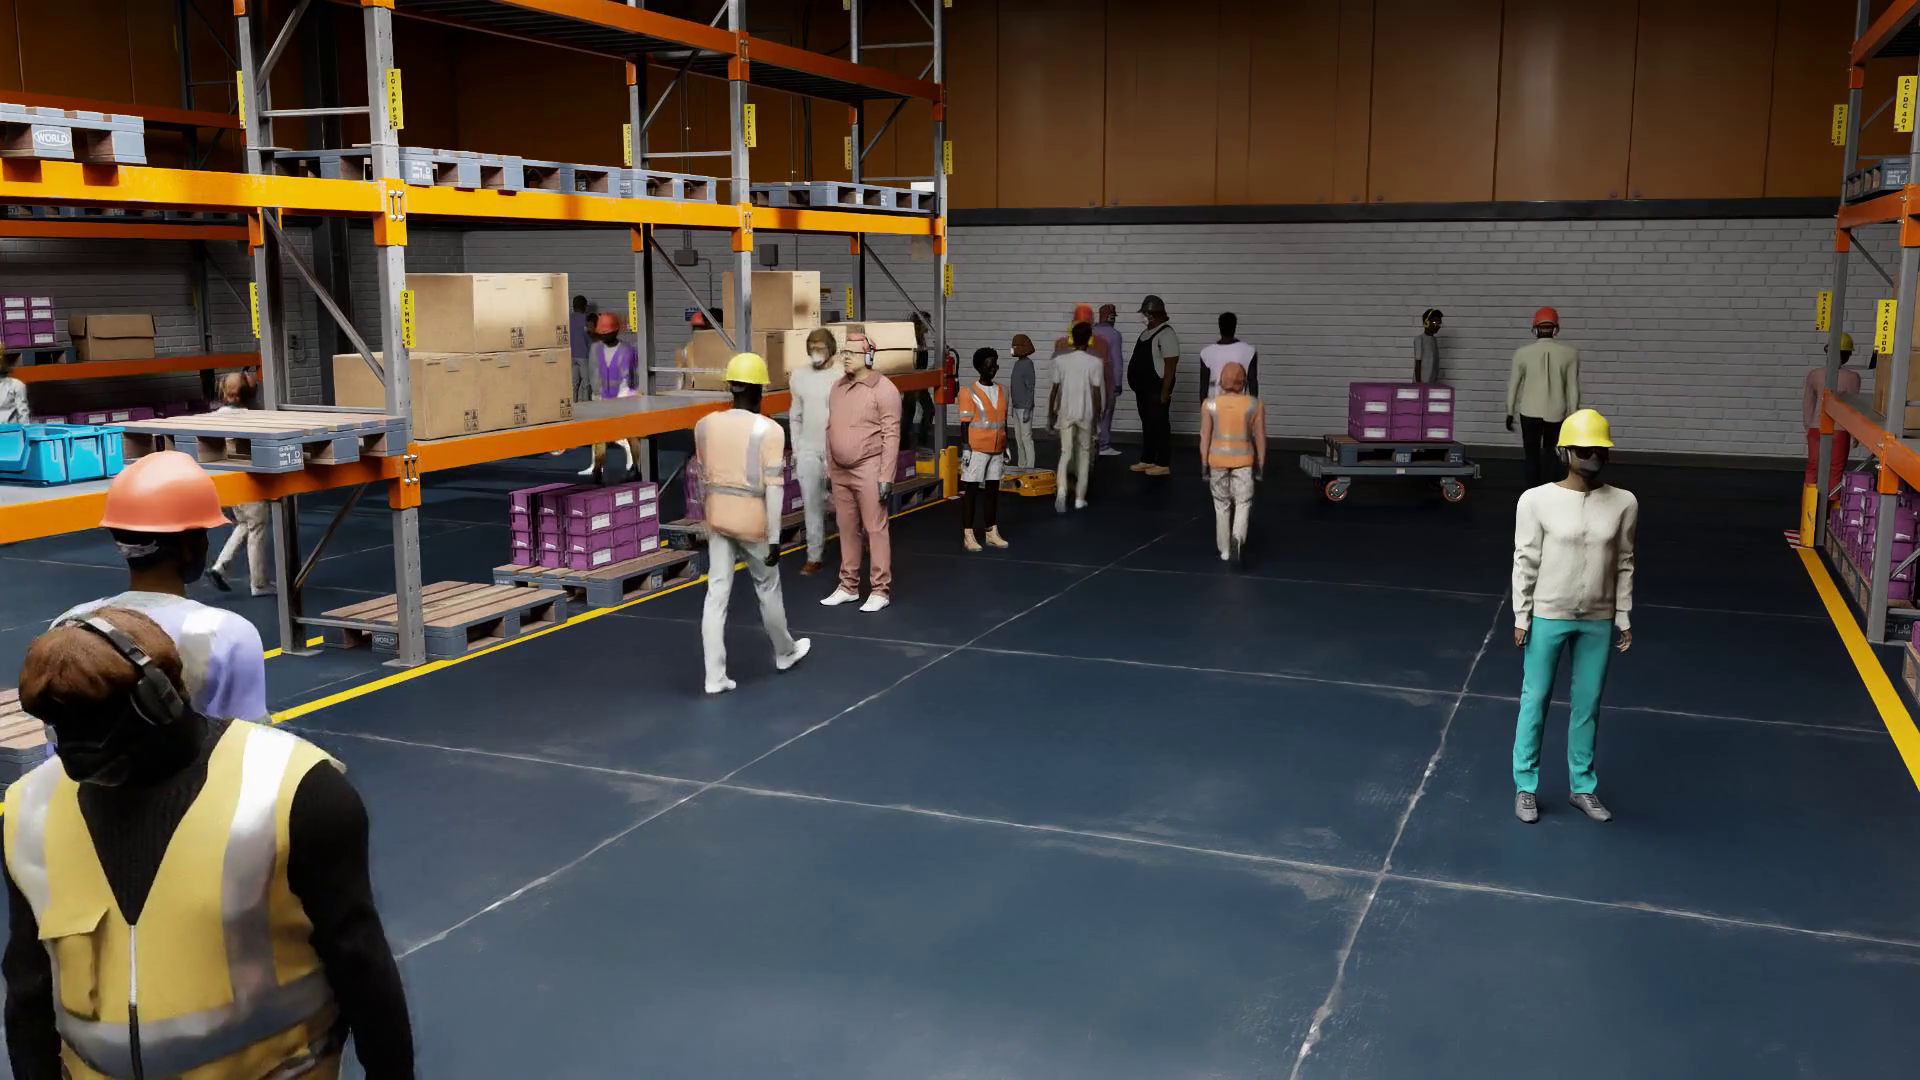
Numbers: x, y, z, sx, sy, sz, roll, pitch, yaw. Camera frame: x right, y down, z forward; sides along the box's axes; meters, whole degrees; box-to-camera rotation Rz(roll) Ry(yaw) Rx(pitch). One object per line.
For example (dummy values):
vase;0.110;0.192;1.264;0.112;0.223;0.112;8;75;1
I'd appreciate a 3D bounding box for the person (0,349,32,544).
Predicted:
person;-8.196;-0.804;14.108;0.503;1.711;0.815;-1;9;-3

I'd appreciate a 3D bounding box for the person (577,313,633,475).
person;-4.020;-1.648;18.841;0.604;1.846;0.552;-6;11;-33

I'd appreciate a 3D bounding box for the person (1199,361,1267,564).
person;2.144;-0.597;13.116;0.528;1.618;0.621;2;10;12

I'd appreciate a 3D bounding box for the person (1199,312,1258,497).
person;2.743;-1.381;17.026;0.597;1.899;0.769;2;10;15

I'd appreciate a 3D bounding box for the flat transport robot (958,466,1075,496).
flat transport robot;0.444;-0.645;17.500;1.431;0.197;0.652;8;12;40

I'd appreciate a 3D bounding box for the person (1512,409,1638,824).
person;2.606;0.328;7.075;0.526;1.772;0.307;0;9;-3

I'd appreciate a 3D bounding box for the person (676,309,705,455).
person;-2.745;-1.491;17.655;0.552;1.909;0.783;1;9;6

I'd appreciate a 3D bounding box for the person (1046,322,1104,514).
person;1.088;-1.170;15.974;0.569;1.830;0.862;2;10;12

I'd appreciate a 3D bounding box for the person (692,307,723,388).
person;-2.370;-1.294;16.306;0.617;1.964;0.361;4;10;23

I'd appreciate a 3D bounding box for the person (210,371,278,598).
person;-5.087;-0.384;11.819;0.538;1.626;0.406;6;11;32

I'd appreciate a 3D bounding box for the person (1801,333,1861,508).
person;7.898;-0.988;15.063;0.310;1.768;0.533;-5;11;-29

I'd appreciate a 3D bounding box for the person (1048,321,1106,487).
person;1.267;-1.474;17.981;0.605;1.778;0.942;3;10;16

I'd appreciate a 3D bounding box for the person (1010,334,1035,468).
person;0.665;-1.411;18.023;0.278;1.633;0.507;-3;10;-16

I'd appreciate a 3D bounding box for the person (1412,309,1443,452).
person;5.509;-1.787;19.607;0.329;1.865;0.511;7;12;36

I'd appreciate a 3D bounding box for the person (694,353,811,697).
person;-1.191;-0.105;9.356;0.610;1.875;0.964;4;10;23

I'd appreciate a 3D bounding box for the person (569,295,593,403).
person;-5.649;-2.675;24.781;0.627;1.934;0.372;4;10;24

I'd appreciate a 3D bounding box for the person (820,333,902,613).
person;-0.703;-0.464;11.447;0.641;1.913;0.407;8;12;40

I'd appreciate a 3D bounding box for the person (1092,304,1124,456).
person;1.811;-2.004;20.854;0.404;1.895;0.662;-8;12;-39

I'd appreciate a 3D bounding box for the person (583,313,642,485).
person;-3.630;-1.461;17.599;0.544;1.864;0.974;4;10;25

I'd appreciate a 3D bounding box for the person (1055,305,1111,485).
person;1.323;-1.589;18.202;0.634;1.932;1.066;1;9;6

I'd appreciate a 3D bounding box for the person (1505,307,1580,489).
person;5.519;-1.219;15.826;0.654;1.967;0.776;2;10;12

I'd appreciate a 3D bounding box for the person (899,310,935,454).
person;-0.492;-1.905;20.440;0.644;1.818;0.551;3;10;19

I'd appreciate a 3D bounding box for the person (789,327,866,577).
person;-1.001;-0.698;12.875;0.628;1.914;0.733;4;10;23

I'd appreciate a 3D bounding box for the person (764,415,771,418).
person;-2.194;-1.478;17.772;0.644;1.849;0.999;6;11;31

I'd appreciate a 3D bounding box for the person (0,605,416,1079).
person;-1.310;1.004;2.882;0.686;1.804;0.490;0;9;1

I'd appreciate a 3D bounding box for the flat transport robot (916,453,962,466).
flat transport robot;-0.454;-0.834;18.645;0.652;0.197;1.431;-7;12;-37

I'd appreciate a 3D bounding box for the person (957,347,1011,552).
person;0.210;-0.756;13.864;0.533;1.697;0.318;-8;12;-39

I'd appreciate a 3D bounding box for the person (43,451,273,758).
person;-1.857;0.754;3.984;0.551;1.935;0.372;1;9;8

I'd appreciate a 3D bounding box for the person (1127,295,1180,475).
person;2.163;-1.760;18.908;0.537;2.000;0.688;-3;10;-19
